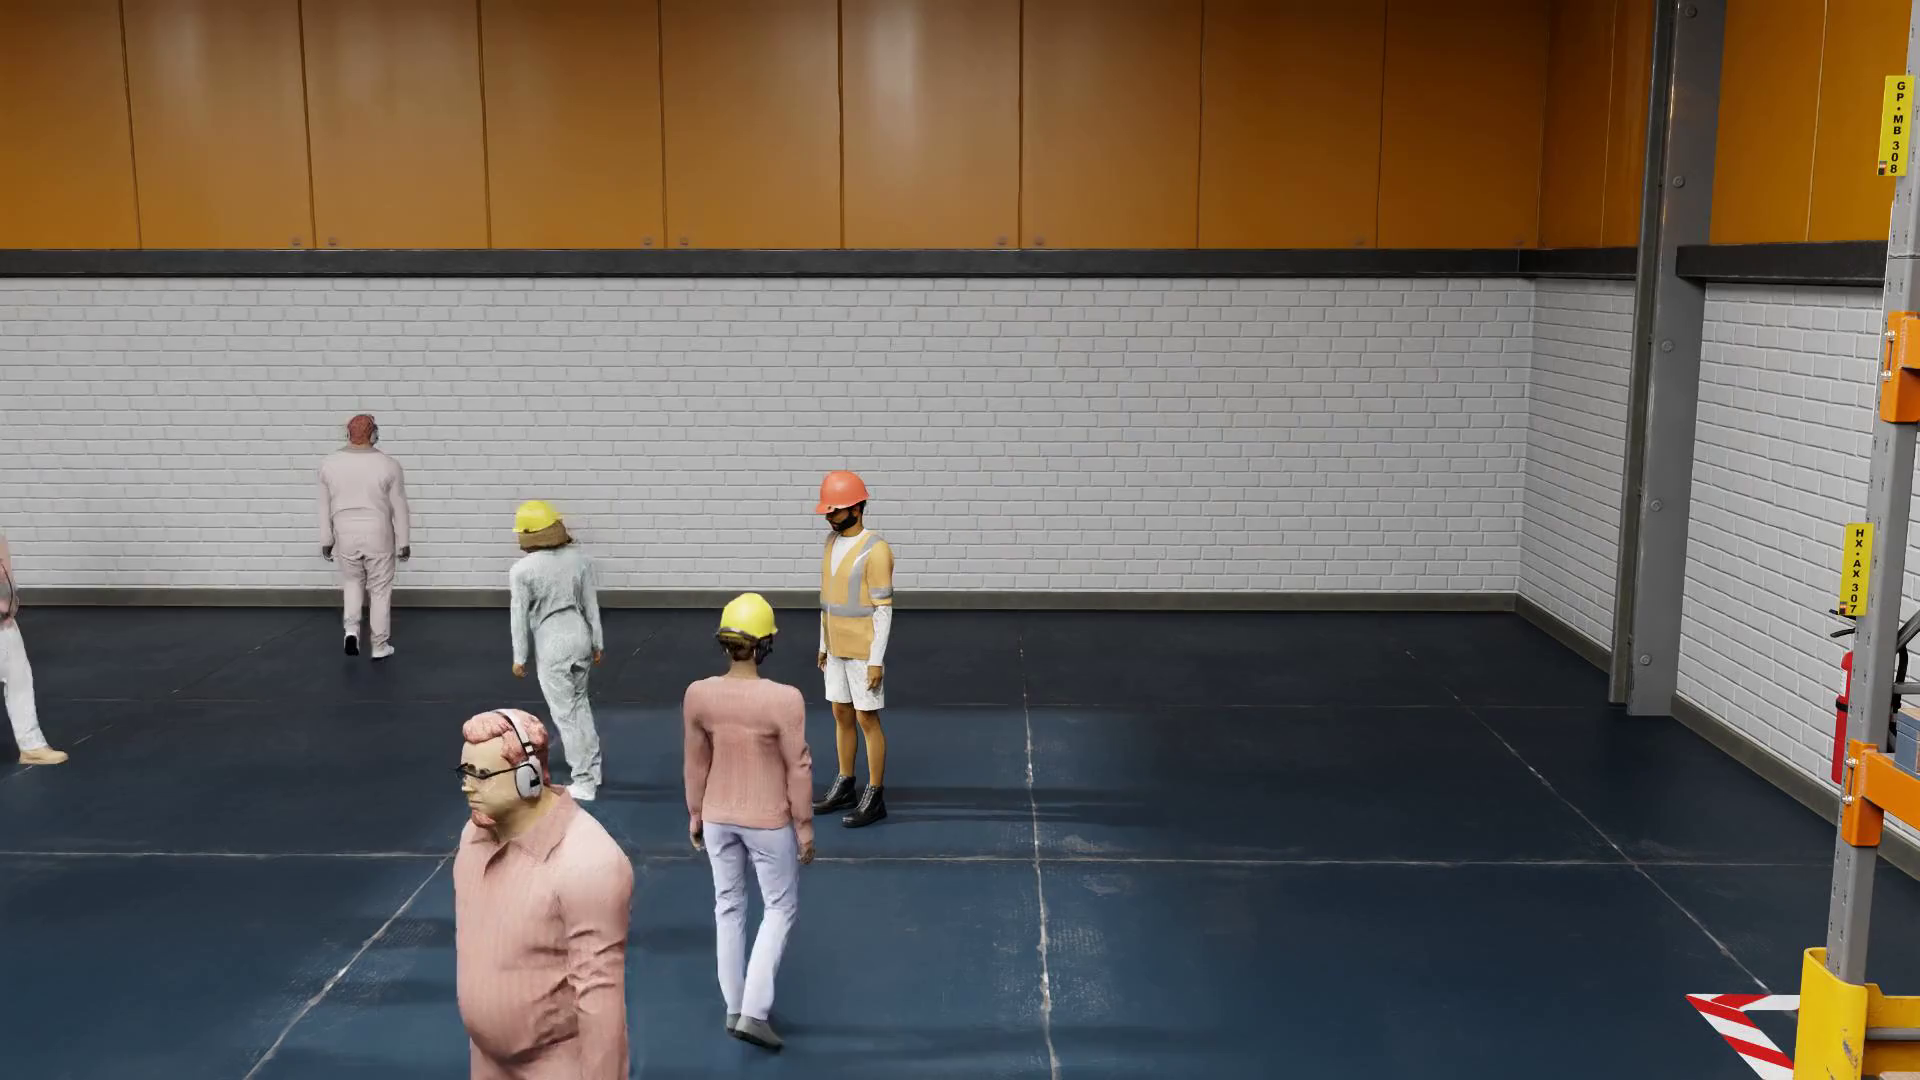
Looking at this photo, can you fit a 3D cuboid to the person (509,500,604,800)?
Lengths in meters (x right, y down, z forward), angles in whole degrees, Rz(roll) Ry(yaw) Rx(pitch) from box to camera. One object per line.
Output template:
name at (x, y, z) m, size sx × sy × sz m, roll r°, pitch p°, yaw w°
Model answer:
person at (-2.259, 0.620, 9.351) m, size 0.477 × 1.708 × 0.519 m, roll 9°, pitch 13°, yaw 42°

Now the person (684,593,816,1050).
person at (-0.832, 1.087, 6.396) m, size 0.549 × 1.760 × 0.487 m, roll 4°, pitch 10°, yaw 21°

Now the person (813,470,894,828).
person at (-0.597, 0.579, 8.942) m, size 0.373 × 1.928 × 0.543 m, roll -8°, pitch 12°, yaw -40°

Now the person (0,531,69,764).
person at (-5.903, 0.490, 9.858) m, size 0.907 × 1.808 × 0.626 m, roll 0°, pitch 9°, yaw 0°

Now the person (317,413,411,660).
person at (-4.497, -0.019, 12.631) m, size 0.665 × 1.888 × 0.433 m, roll 0°, pitch 9°, yaw -1°

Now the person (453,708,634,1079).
person at (-1.066, 1.346, 4.451) m, size 0.669 × 1.888 × 0.599 m, roll 8°, pitch 12°, yaw 40°
